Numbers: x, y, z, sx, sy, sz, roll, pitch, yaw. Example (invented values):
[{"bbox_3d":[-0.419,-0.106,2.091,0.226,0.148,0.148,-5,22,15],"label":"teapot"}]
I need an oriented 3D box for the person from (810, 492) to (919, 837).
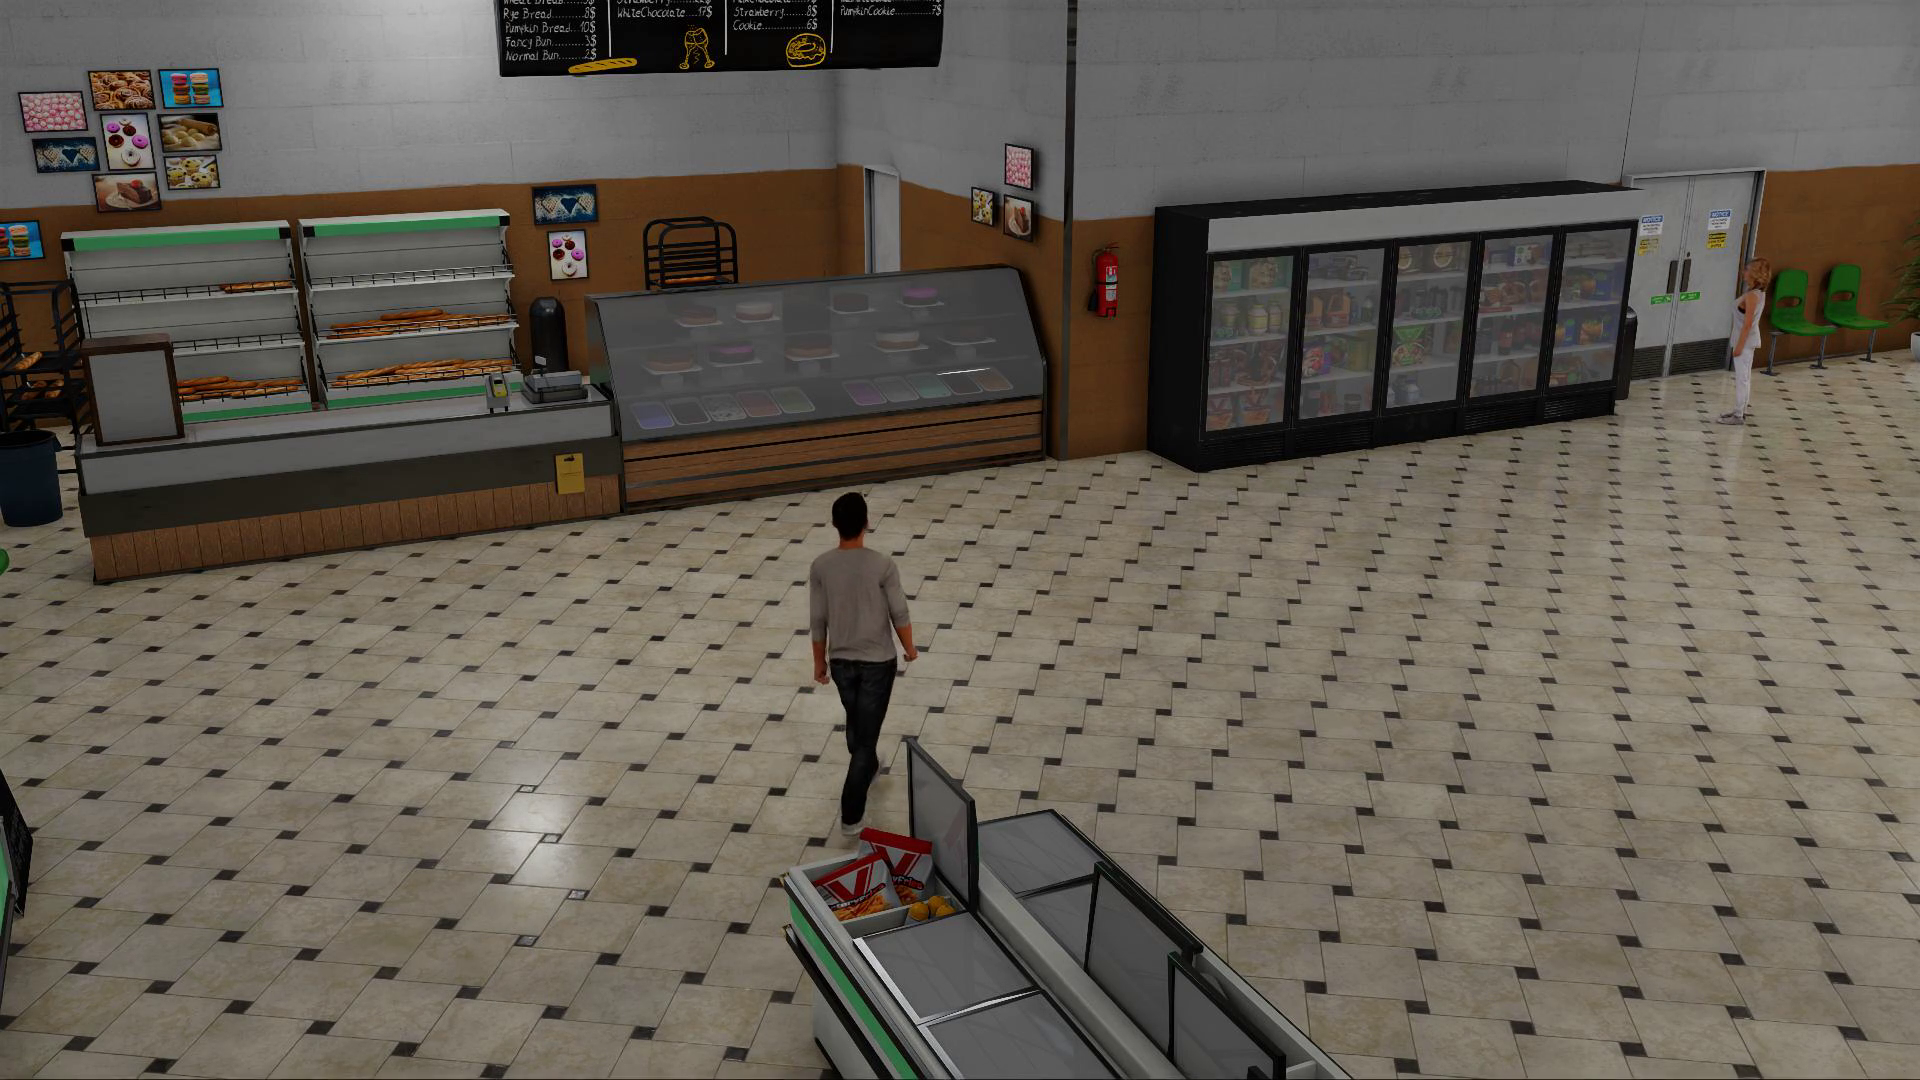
[{"bbox_3d":[-0.522,0.672,8.611,1.097,1.770,1.174,6,19,16],"label":"person"}]

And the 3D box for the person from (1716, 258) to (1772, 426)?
[{"bbox_3d":[7.886,-1.994,16.674,0.705,1.670,0.681,11,22,30],"label":"person"}]
